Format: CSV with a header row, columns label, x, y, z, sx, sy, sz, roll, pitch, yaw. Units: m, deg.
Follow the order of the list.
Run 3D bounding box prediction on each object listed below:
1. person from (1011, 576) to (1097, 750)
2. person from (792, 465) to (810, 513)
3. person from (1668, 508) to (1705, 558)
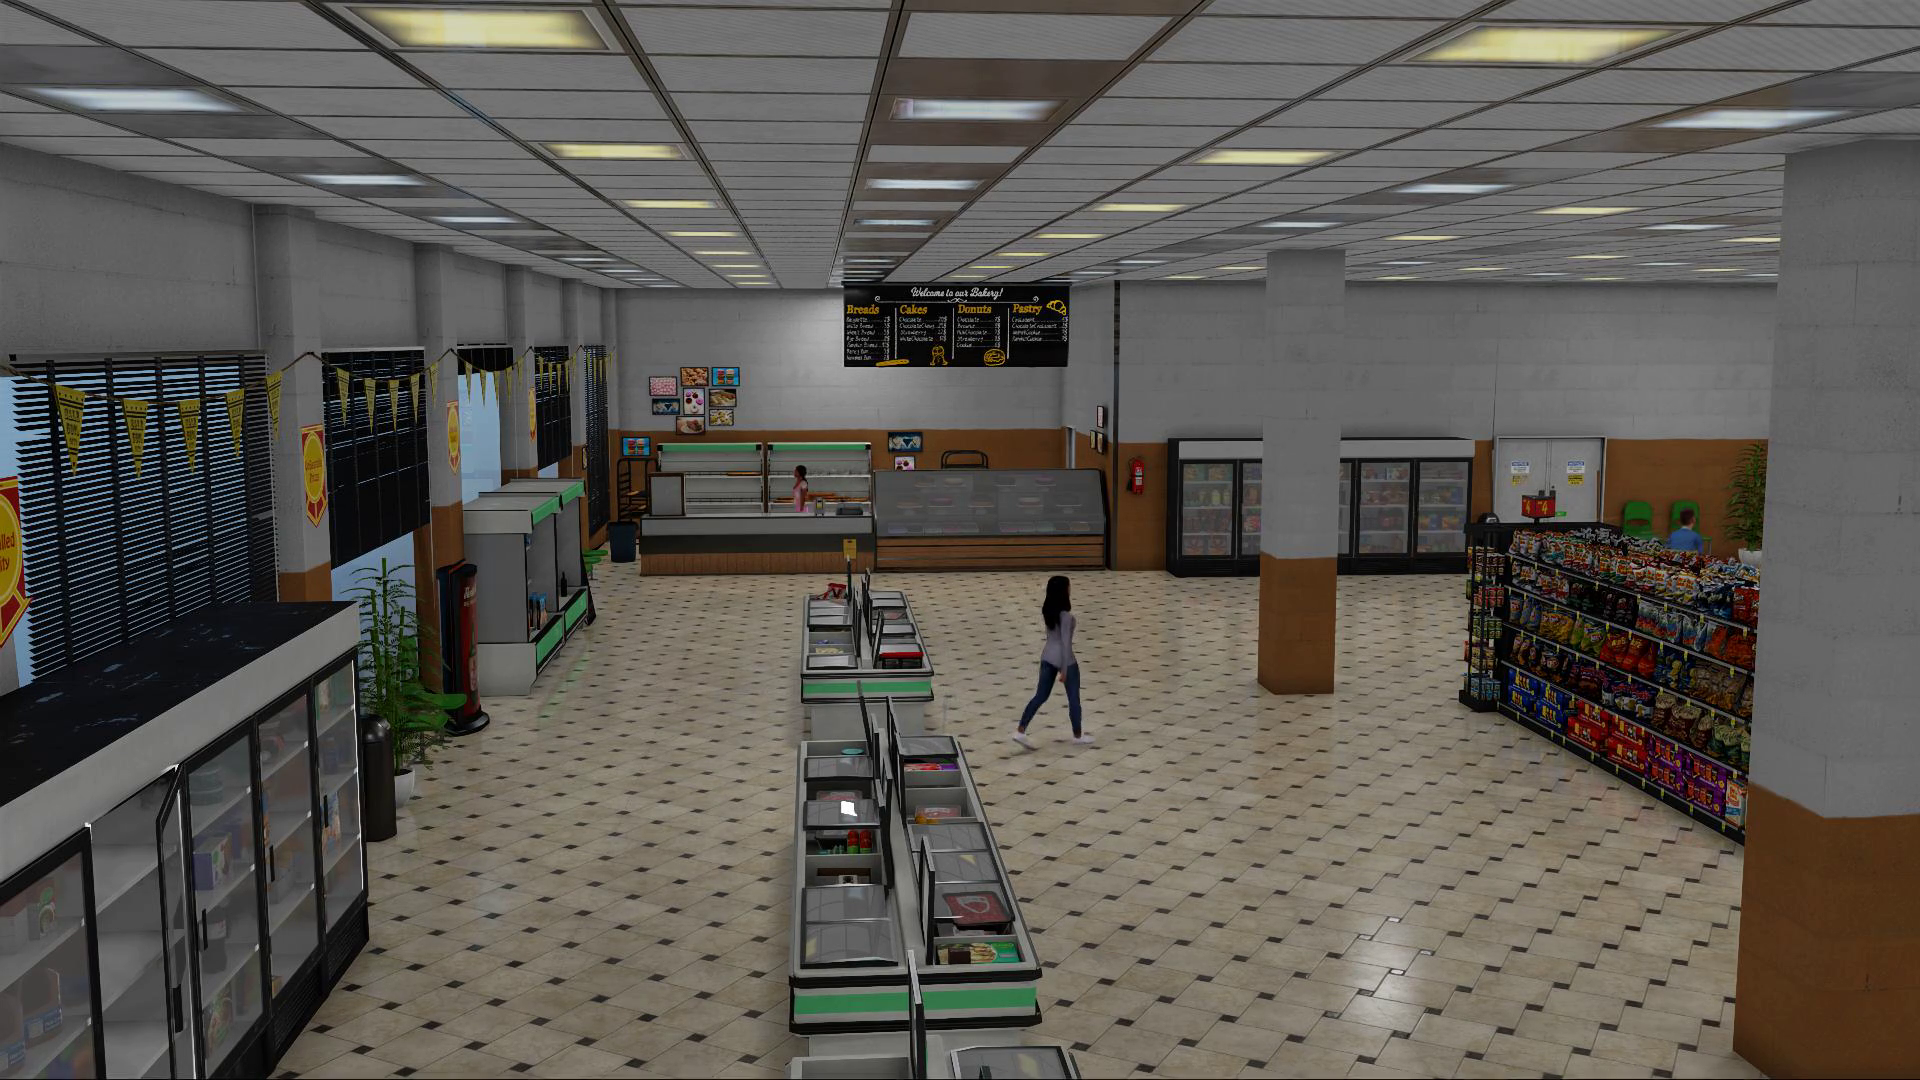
label,x,y,z,sx,sy,sz,roll,pitch,yaw
person,0.853,1.220,16.159,1.048,1.701,1.176,-5,8,-33
person,-2.817,-0.498,30.234,0.753,1.734,0.656,-3,7,-23
person,9.438,0.492,21.782,1.001,1.798,0.979,-5,9,-37
